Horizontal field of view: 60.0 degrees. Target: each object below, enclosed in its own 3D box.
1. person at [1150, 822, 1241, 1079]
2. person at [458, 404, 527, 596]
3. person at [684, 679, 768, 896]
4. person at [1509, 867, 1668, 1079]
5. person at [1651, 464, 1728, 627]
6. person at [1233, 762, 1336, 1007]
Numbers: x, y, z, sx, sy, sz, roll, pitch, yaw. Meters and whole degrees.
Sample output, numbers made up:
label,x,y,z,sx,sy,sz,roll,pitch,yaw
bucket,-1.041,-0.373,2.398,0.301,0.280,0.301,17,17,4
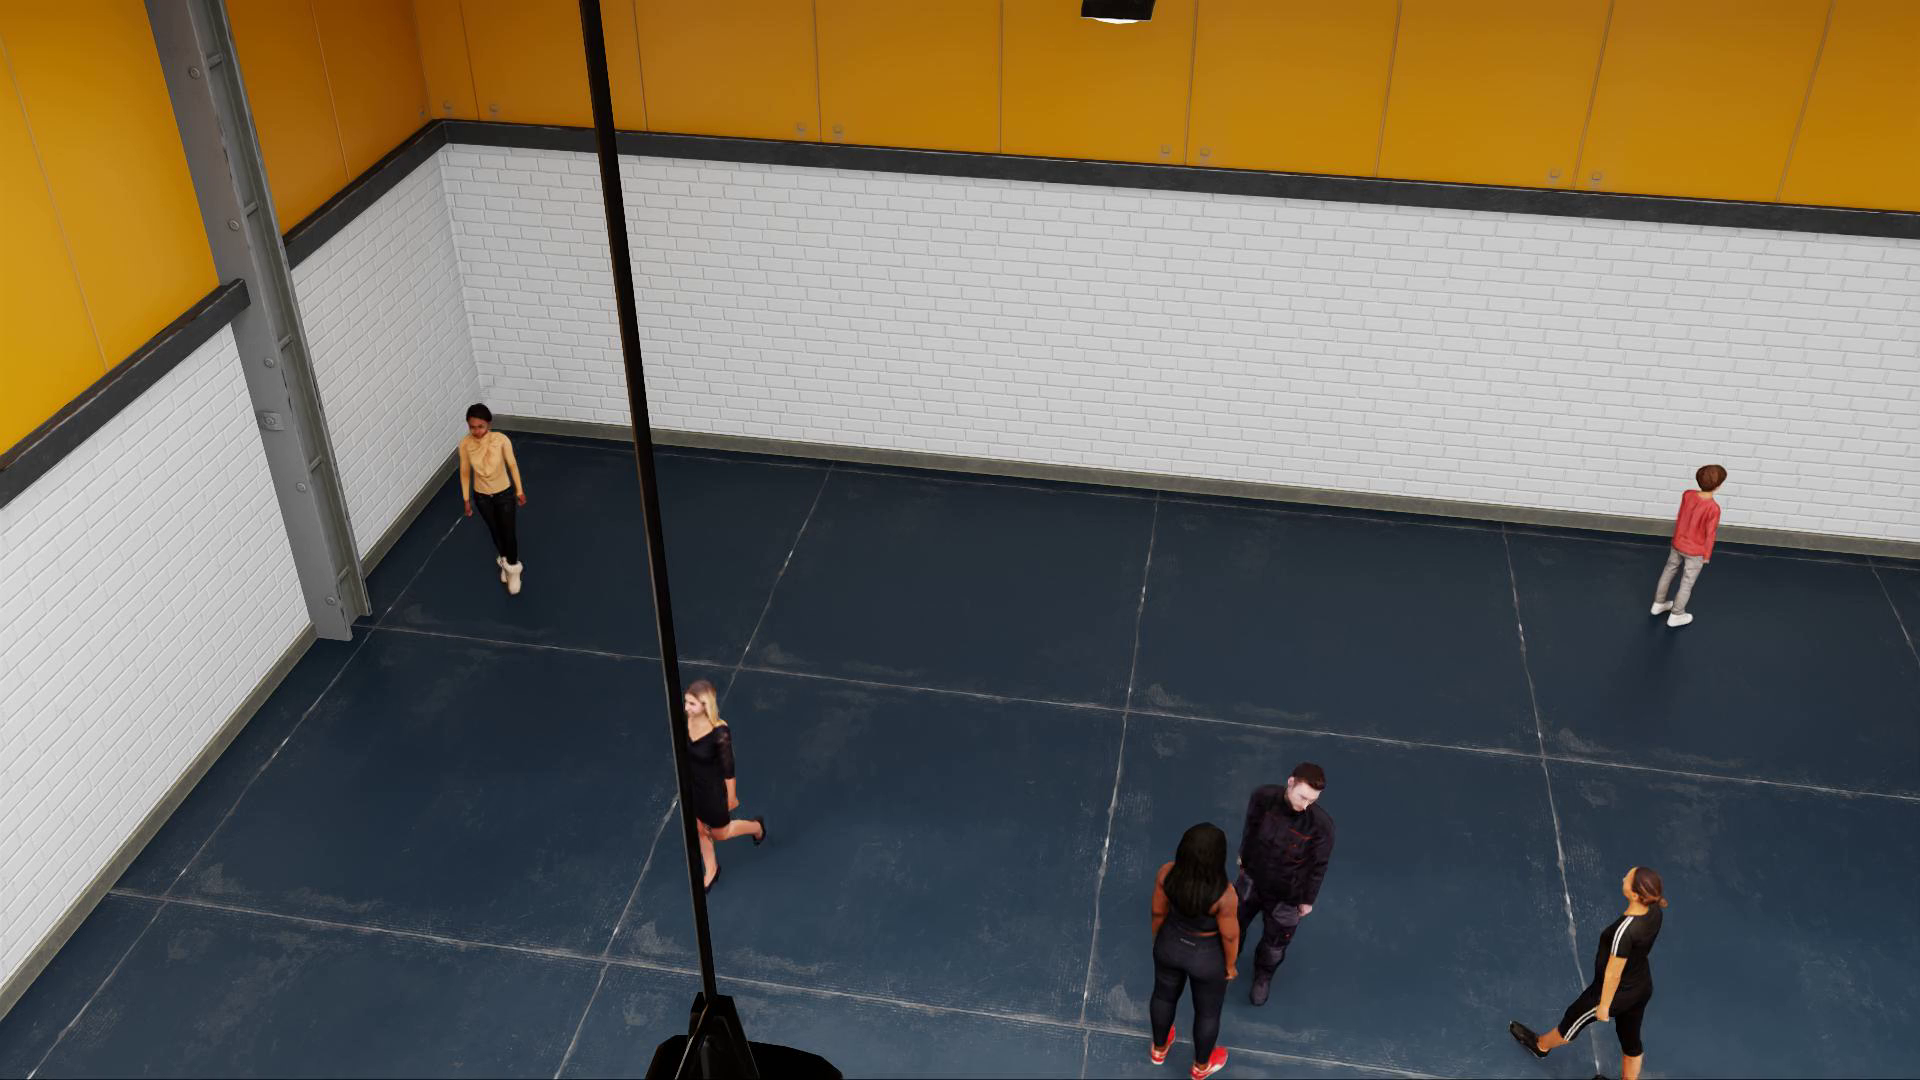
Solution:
label,x,y,z,sx,sy,sz,roll,pitch,yaw
person,1.291,2.278,9.239,0.762,1.815,0.749,19,38,26
person,-3.749,-0.407,13.429,0.700,1.650,0.763,-1,34,-2
person,-1.530,1.530,10.502,0.791,1.662,0.927,25,41,32
person,3.674,2.490,9.080,1.016,1.639,1.051,-24,40,-31
person,5.696,0.031,12.979,0.645,1.418,0.560,-16,37,-22
person,1.807,1.962,9.655,0.801,1.881,0.894,-26,41,-33
